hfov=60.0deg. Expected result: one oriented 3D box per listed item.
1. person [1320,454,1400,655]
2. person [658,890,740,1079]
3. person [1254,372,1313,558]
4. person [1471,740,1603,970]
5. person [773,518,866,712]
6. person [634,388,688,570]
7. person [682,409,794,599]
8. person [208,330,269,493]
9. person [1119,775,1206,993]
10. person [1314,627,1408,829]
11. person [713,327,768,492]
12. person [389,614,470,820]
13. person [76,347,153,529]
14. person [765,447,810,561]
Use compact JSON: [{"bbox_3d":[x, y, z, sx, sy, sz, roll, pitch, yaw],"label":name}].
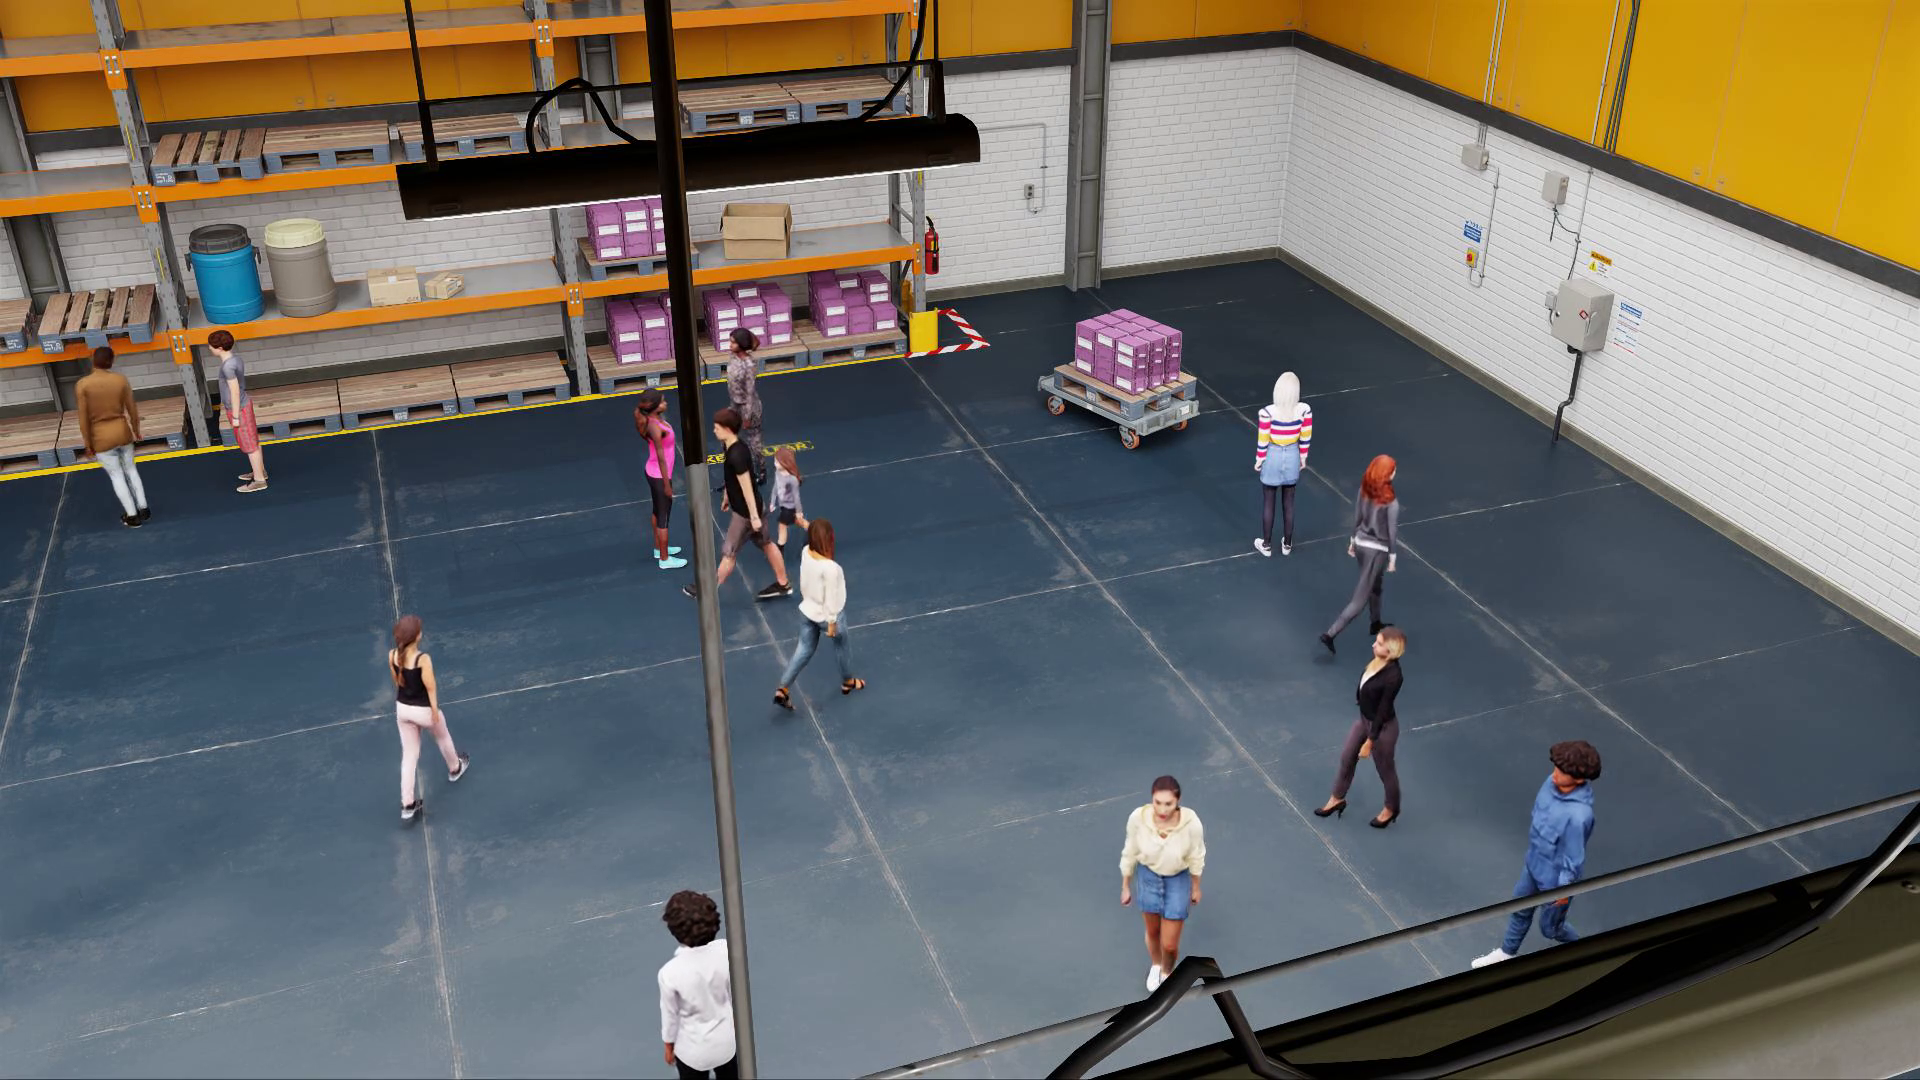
[{"bbox_3d":[3.320,0.144,13.665,1.170,1.751,0.742,-16,32,-26],"label":"person"},{"bbox_3d":[-1.371,2.659,8.999,0.586,1.804,0.742,-19,34,-31],"label":"person"},{"bbox_3d":[2.928,-0.697,15.147,0.573,1.808,0.769,-2,29,-3],"label":"person"},{"bbox_3d":[3.710,2.000,10.221,1.053,1.791,0.852,-2,29,-4],"label":"person"},{"bbox_3d":[-1.151,0.604,12.930,1.150,1.648,0.866,-23,36,-36],"label":"person"},{"bbox_3d":[-2.718,-0.572,15.008,0.544,1.723,0.549,-9,30,-16],"label":"person"},{"bbox_3d":[-1.755,-0.263,14.353,1.243,1.808,0.830,-5,29,-10],"label":"person"},{"bbox_3d":[-7.101,-1.290,16.400,0.528,1.650,0.602,-8,30,-14],"label":"person"},{"bbox_3d":[1.263,2.082,10.249,0.749,1.621,0.833,9,30,16],"label":"person"},{"bbox_3d":[2.999,1.335,11.586,0.885,1.652,0.722,-3,29,-5],"label":"person"},{"bbox_3d":[-2.035,-1.293,16.355,0.897,1.699,0.748,-22,35,-34],"label":"person"},{"bbox_3d":[-3.898,1.266,11.842,1.030,1.528,0.922,5,29,9],"label":"person"},{"bbox_3d":[-7.971,-0.951,15.629,0.815,1.792,0.644,17,33,29],"label":"person"},{"bbox_3d":[-1.522,-0.352,15.283,0.863,1.073,0.587,-19,34,-31],"label":"person"}]
